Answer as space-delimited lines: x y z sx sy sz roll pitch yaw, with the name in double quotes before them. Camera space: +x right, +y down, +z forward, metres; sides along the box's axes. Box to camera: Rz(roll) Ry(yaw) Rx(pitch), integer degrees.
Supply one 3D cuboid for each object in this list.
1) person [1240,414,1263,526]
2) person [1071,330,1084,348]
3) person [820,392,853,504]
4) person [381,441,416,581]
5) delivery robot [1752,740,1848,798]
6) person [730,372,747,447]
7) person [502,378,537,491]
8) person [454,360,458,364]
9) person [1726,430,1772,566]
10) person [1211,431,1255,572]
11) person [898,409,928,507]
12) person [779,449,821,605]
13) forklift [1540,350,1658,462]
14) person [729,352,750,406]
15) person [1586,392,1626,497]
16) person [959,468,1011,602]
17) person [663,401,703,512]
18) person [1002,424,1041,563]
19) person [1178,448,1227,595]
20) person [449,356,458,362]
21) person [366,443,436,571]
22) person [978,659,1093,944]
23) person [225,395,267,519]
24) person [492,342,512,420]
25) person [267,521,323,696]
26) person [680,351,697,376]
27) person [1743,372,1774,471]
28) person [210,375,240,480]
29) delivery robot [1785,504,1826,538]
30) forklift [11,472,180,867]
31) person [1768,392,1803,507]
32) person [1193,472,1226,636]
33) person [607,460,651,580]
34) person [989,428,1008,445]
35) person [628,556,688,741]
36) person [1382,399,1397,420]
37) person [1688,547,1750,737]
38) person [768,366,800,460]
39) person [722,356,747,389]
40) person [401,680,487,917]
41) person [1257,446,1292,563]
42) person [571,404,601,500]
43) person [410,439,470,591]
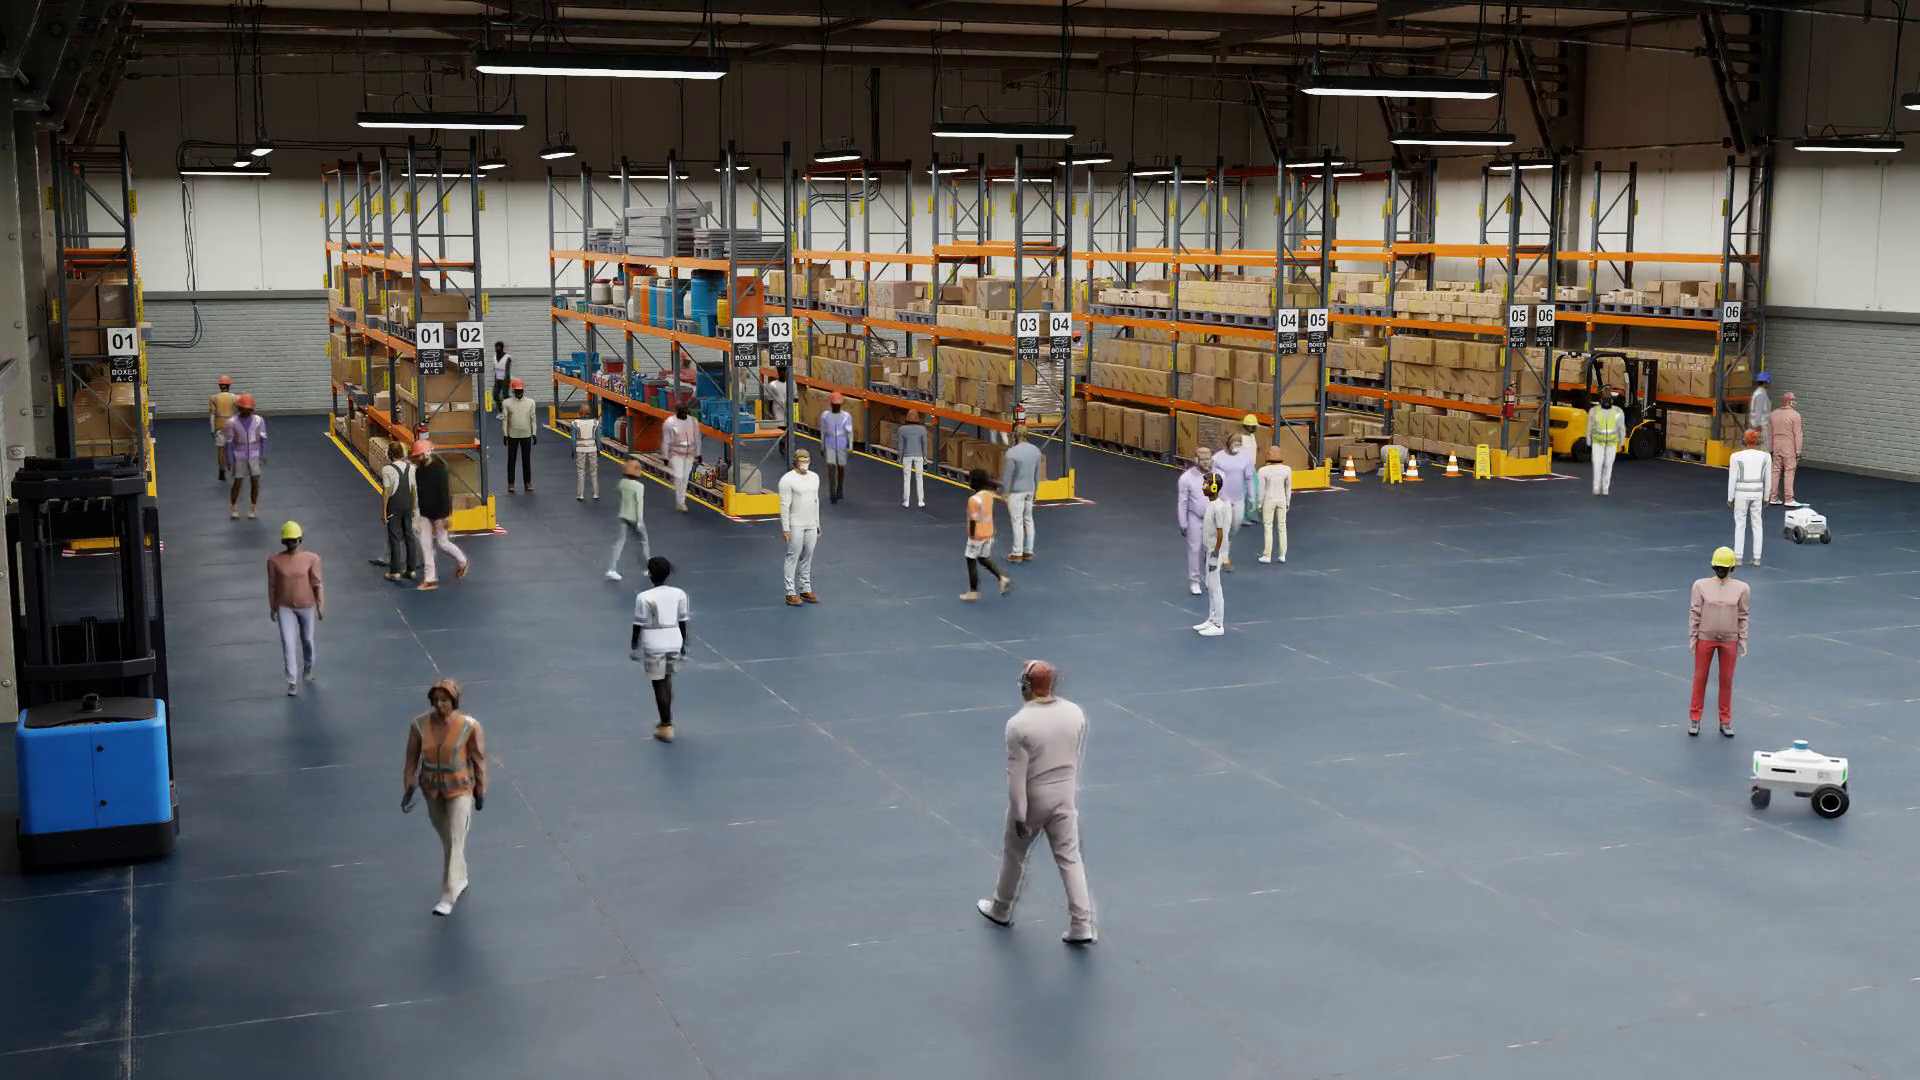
"person" 4.565 -1.087 32.699 0.557 1.746 0.561 5 10 28
"person" 3.096 -4.582 55.395 0.379 1.937 0.548 2 9 12
"person" -2.106 -1.602 35.747 0.553 1.887 1.014 -1 9 -6
"person" -7.451 -0.396 27.826 0.332 1.842 0.507 7 11 40
"delivery robot" 6.764 1.859 16.875 0.707 0.478 0.477 3 9 20
"person" -4.716 -2.755 44.264 0.550 1.623 0.572 -5 10 -31
"person" -7.803 -1.870 37.123 0.612 1.995 0.392 -3 9 -20
"person" -10.704 -2.925 44.698 0.601 1.830 0.404 -6 10 -35
"person" 10.903 -0.589 28.950 0.585 1.882 0.337 0 9 3
"person" 3.673 -0.563 28.761 0.635 1.906 0.813 -3 9 -20
"person" -0.790 -1.368 34.978 0.500 1.633 0.280 0 9 -2
"person" -1.974 -0.175 26.016 0.353 1.936 0.635 7 11 41
"forklift" 12.897 -2.725 42.309 2.313 2.155 1.214 -3 9 -21
"person" -5.767 -4.321 53.824 0.985 1.893 0.556 6 11 37
"person" 11.199 -1.649 36.264 0.657 1.809 0.761 1 9 10
"person" 0.301 -0.061 26.089 0.568 1.679 0.540 5 10 29
"person" -4.523 -1.374 34.423 0.618 1.809 0.711 -6 10 -34
"person" 0.850 -0.657 29.241 0.629 1.938 0.405 -8 12 -44
"person" 3.094 -0.228 26.541 0.673 1.883 0.653 -2 9 -11
"person" -12.226 -3.857 50.773 0.532 1.876 0.321 -4 10 -26
"person" -7.566 -0.445 28.370 0.900 1.768 0.582 -4 10 -27
"person" 0.536 1.703 13.794 0.643 1.856 1.012 -5 10 -31
"person" -11.425 -1.326 33.535 0.646 1.990 0.606 -5 10 -30
"person" -11.103 -3.856 50.710 0.588 1.897 0.503 5 10 32
"person" -6.718 0.648 21.202 0.527 1.740 0.811 -2 9 -14
"person" -6.022 -3.162 45.811 0.637 1.971 0.825 -3 9 -21
"person" 15.259 -2.258 39.961 0.771 1.931 0.621 3 9 17
"person" -13.578 -2.066 38.699 0.585 1.928 0.508 -2 9 -11
"delivery robot" 12.608 -0.293 31.222 0.477 0.478 0.707 -1 8 -4
"forklift" -6.630 0.886 15.957 1.129 2.768 1.873 -3 9 -21
"person" 13.839 -1.516 35.056 0.407 1.910 0.640 -5 10 -29
"person" 2.887 0.152 24.061 0.328 1.872 0.508 0 9 -3
"person" -4.378 -0.276 27.832 0.510 1.591 0.843 7 11 38
"person" 0.765 -2.503 41.765 0.592 1.869 0.642 -3 9 -18
"person" -2.799 0.977 19.212 0.538 1.677 0.630 -8 12 -44
"person" 9.919 -3.421 48.344 0.483 1.737 0.320 8 12 43
"person" 6.974 0.927 19.264 0.523 1.760 0.327 2 9 12
"person" -3.579 -2.620 42.344 0.621 1.934 0.907 -3 9 -21
"person" -5.403 -3.786 50.202 0.590 1.904 0.432 -1 9 -4
"person" -3.535 1.750 14.334 0.518 1.592 0.869 2 9 11
"person" 4.376 -0.499 29.188 0.497 1.633 0.285 -2 9 -14
"person" -6.400 -1.503 35.859 0.522 1.640 0.306 -3 9 -18
"person" -6.759 -0.351 27.211 0.630 1.946 0.831 6 10 35
